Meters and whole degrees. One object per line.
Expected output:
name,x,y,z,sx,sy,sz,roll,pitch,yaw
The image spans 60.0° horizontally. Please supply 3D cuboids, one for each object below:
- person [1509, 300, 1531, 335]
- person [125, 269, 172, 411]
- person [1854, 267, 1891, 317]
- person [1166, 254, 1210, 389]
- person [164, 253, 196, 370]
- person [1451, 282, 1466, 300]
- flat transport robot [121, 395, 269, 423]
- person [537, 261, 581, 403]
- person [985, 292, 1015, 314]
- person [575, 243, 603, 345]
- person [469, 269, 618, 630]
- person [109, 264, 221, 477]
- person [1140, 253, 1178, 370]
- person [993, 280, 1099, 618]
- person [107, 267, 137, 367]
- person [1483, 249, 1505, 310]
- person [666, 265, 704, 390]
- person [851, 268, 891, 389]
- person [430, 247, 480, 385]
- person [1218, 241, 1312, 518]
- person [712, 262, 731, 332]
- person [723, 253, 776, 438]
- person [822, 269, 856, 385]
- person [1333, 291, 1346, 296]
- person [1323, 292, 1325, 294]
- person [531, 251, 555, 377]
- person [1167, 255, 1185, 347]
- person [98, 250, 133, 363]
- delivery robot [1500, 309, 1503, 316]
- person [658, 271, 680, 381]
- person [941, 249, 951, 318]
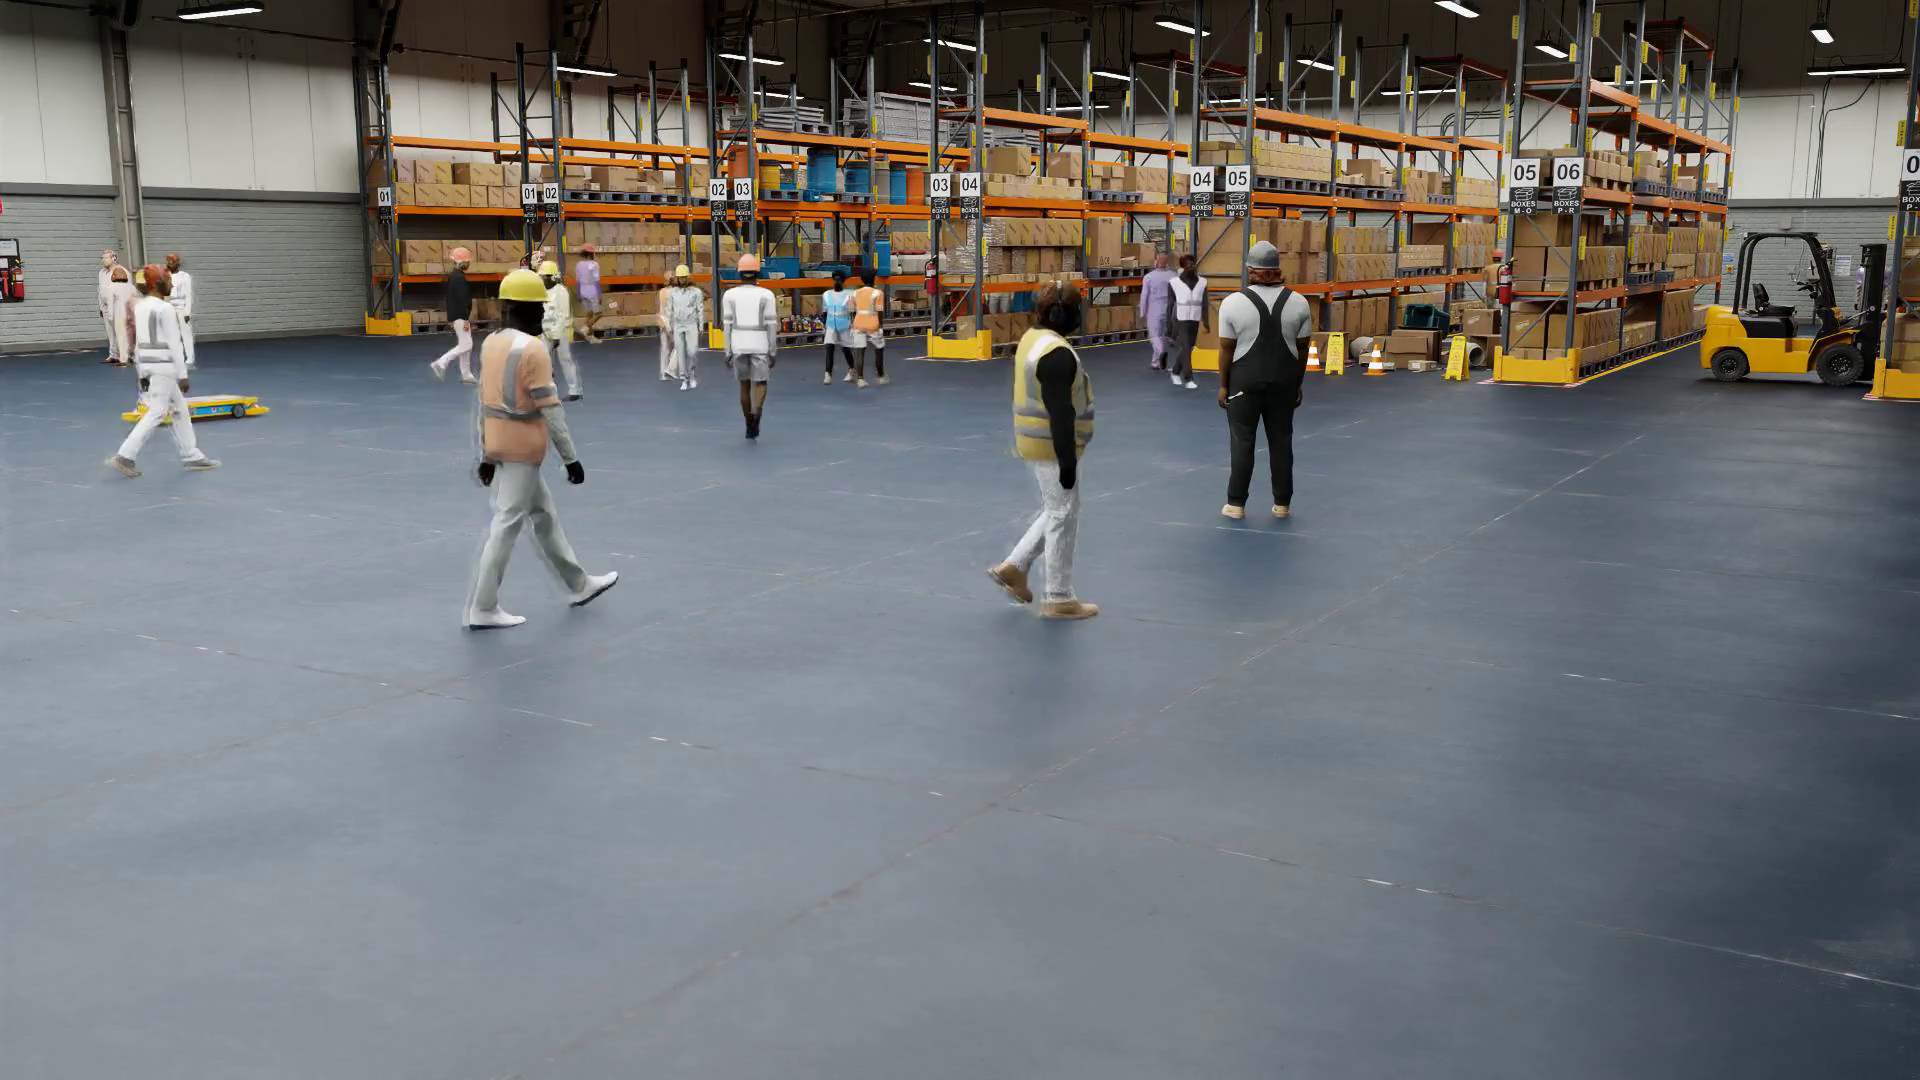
person,11.507,-5.014,34.224,0.568,1.884,1.022,8,13,39
person,-9.497,-2.307,19.529,0.543,1.715,0.936,-3,10,-14
person,17.271,-4.549,31.517,0.583,1.919,0.388,6,12,28
person,3.186,-3.093,23.487,0.583,1.879,0.965,-3,11,-18
person,-12.502,-3.634,26.536,0.604,1.859,0.577,4,11,21
person,12.165,-6.039,40.770,0.794,1.600,0.543,0,10,0
flat transport robot,-8.799,-1.521,19.166,0.652,0.197,1.431,6,12,32
person,-5.203,-2.597,20.931,0.903,1.787,0.621,-9,14,-43
person,0.792,-4.818,32.998,0.626,1.931,0.373,0,10,2
person,-7.376,-4.879,33.037,0.625,2.032,0.552,7,12,35
person,-2.255,-0.490,8.890,0.983,1.878,0.600,-8,13,-38
person,-7.029,-1.481,14.548,0.589,1.848,0.958,9,13,41
person,3.188,-3.606,26.389,0.655,1.878,0.790,-3,11,-17
person,0.495,-0.476,8.953,0.464,1.827,0.648,-2,10,-10
person,-13.745,-3.656,27.333,0.282,1.626,0.509,6,12,32
person,11.623,-5.360,36.114,0.554,1.907,0.942,5,11,25
person,-3.798,-2.922,22.941,0.511,1.727,0.442,0,10,2
person,-1.237,-2.975,23.364,0.557,1.664,0.755,5,11,25
person,-7.179,-3.170,23.649,0.659,1.972,0.613,-5,11,-27
person,2.207,-1.177,12.284,0.682,2.000,0.537,-1,10,-6
person,-4.992,-5.040,35.090,0.522,1.615,0.383,4,11,23
person,-2.166,-1.978,17.114,0.548,1.920,0.671,0,10,1
person,-1.722,-3.086,24.048,0.538,1.661,0.822,3,11,18
person,8.147,-5.281,35.701,0.557,1.898,0.968,6,12,32
person,9.119,-6.169,40.394,0.615,1.991,0.396,1,10,8
person,-6.356,-3.424,25.244,0.409,1.907,0.650,-3,11,-16
person,4.330,-4.677,32.581,0.530,1.806,0.961,9,14,42
person,-14.261,-3.921,28.029,0.654,1.906,0.408,4,11,19
delivery robot,12.952,-5.521,40.511,0.707,0.478,0.477,2,10,9
person,-4.238,-3.131,24.403,0.378,1.625,0.531,-9,14,-41
person,-0.290,-7.012,45.342,0.613,1.910,1.046,6,12,30
